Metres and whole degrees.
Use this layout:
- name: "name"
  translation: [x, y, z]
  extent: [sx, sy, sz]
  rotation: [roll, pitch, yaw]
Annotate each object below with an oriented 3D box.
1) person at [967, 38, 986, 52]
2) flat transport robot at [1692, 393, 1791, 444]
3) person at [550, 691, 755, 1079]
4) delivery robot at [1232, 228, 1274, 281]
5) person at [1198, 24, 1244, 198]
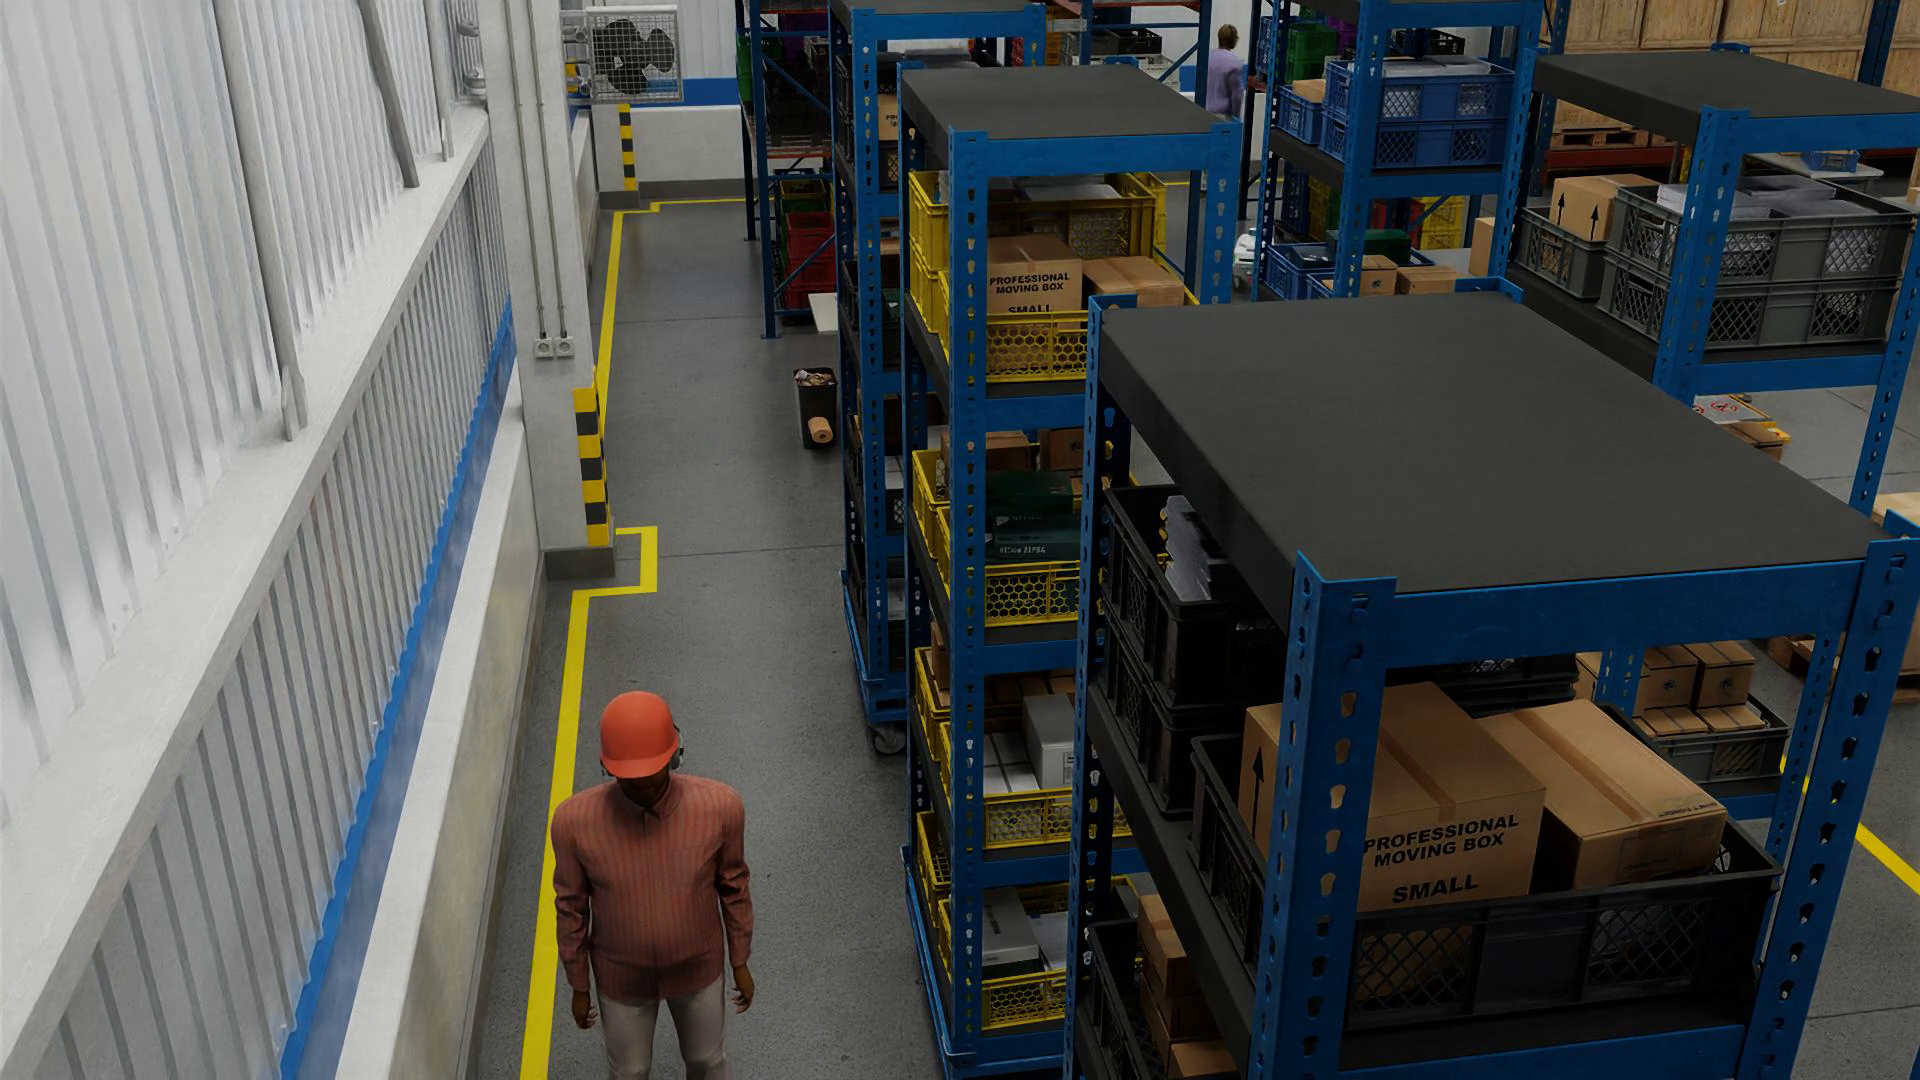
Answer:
- name: "person"
  translation: [0.114, -4.608, 18.390]
  extent: [0.699, 1.862, 0.592]
  rotation: [-1, 25, -1]
- name: "flat transport robot"
  translation: [5.224, -0.859, 12.132]
  extent: [1.431, 0.197, 0.652]
  rotation: [-4, 25, -8]
- name: "person"
  translation: [-0.951, 1.353, 5.278]
  extent: [0.612, 1.995, 0.382]
  rotation: [-6, 25, -14]
- name: "delivery robot"
  translation: [2.763, -2.699, 15.687]
  extent: [0.477, 0.478, 0.707]
  rotation: [6, 25, 14]
- name: "person"
  translation: [2.931, -4.810, 18.742]
  extent: [0.372, 1.939, 0.629]
  rotation: [-17, 30, -33]
